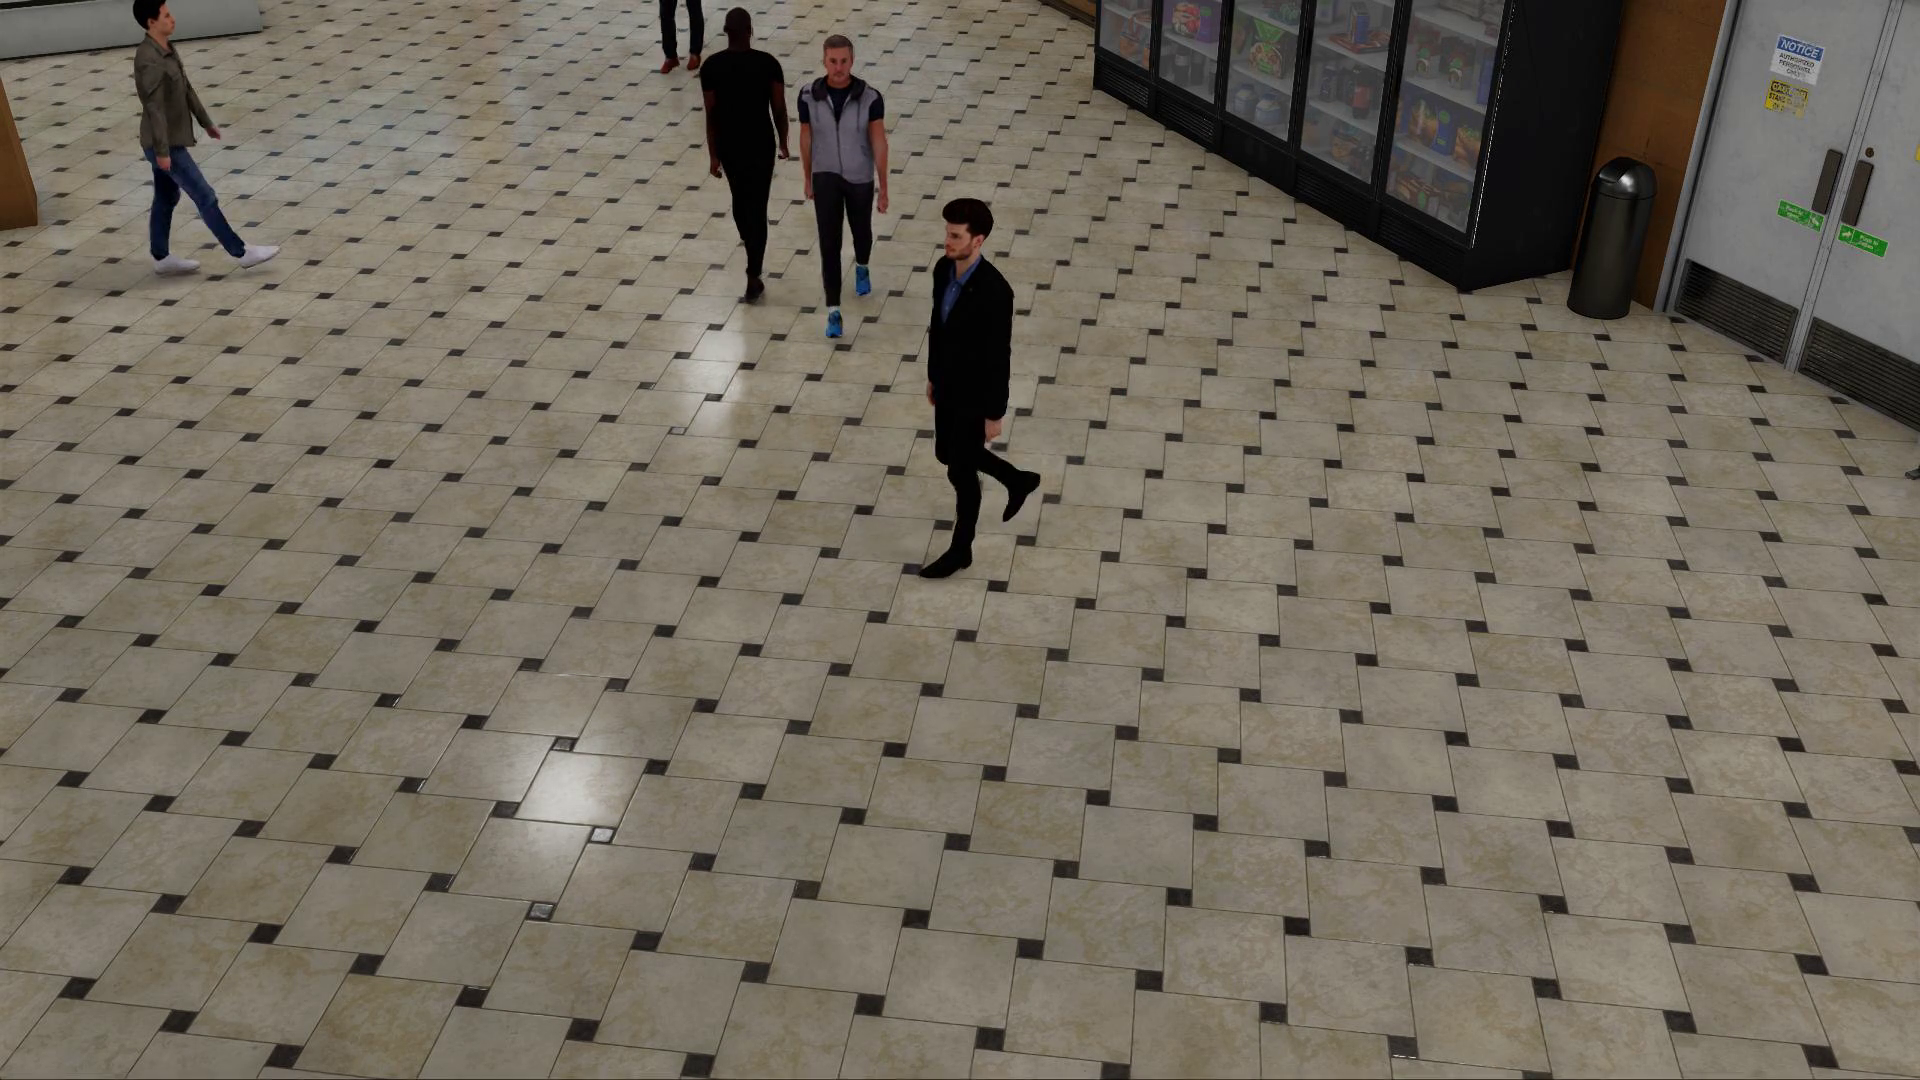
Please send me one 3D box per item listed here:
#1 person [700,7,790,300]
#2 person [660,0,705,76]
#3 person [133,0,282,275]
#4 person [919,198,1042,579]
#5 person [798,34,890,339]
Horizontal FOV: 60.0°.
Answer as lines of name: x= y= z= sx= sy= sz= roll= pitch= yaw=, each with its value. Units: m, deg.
person: x=-1.358 y=-2.411 z=10.589 sx=1.212 sy=1.774 sz=1.069 roll=0 pitch=32 yaw=0
person: x=-2.490 y=-5.182 z=15.011 sx=0.906 sy=1.808 sz=0.957 roll=5 pitch=32 yaw=7
person: x=-5.233 y=-2.566 z=10.795 sx=1.099 sy=1.820 sz=0.791 roll=-10 pitch=33 yaw=-16
person: x=0.098 y=-0.724 z=7.786 sx=1.019 sy=1.872 sz=0.766 roll=-18 pitch=36 yaw=-27
person: x=-0.710 y=-2.234 z=10.304 sx=1.270 sy=1.775 sz=1.067 roll=-2 pitch=32 yaw=-3
